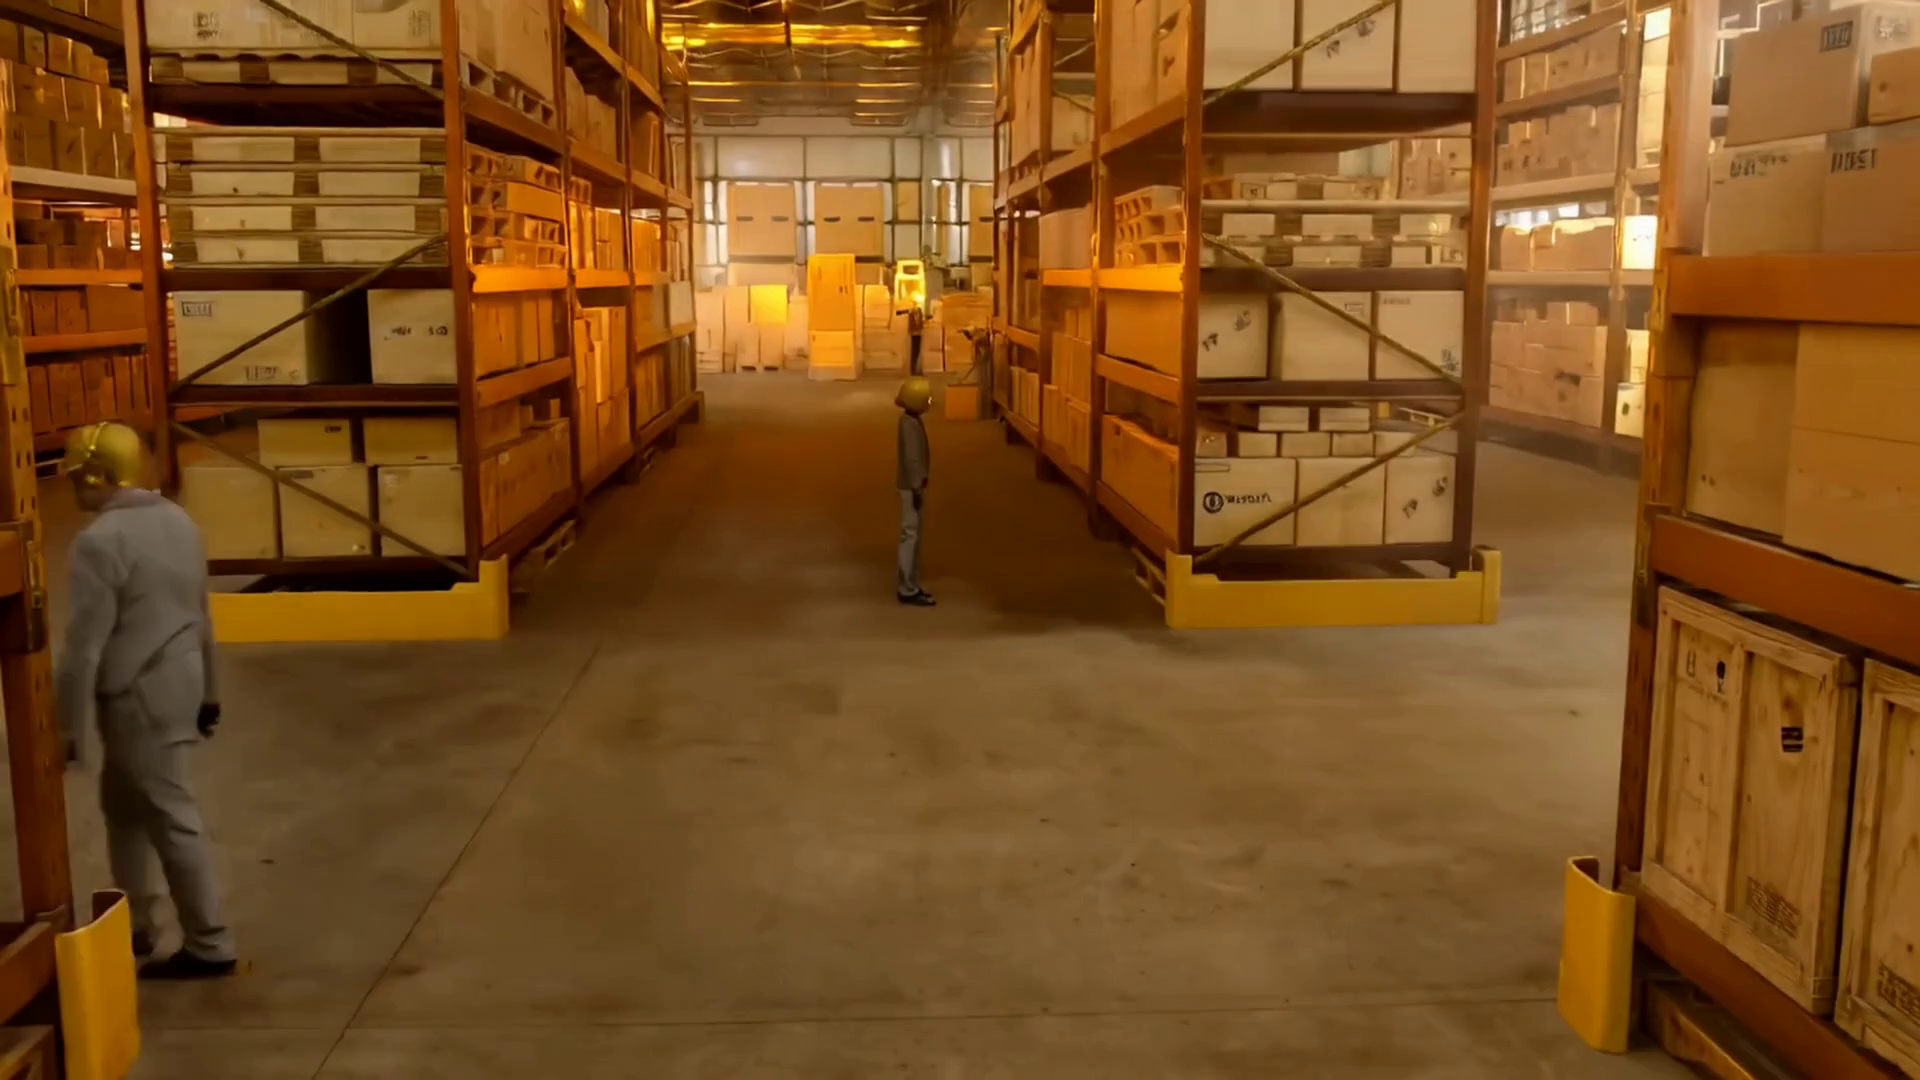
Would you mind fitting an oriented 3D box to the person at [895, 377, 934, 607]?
[{"bbox_3d":[-0.327,-0.347,11.911,0.265,1.632,0.508,-1,9,-4],"label":"person"}]

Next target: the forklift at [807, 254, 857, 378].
[{"bbox_3d":[-2.942,-5.145,38.138,1.129,2.768,1.873,-1,9,-4],"label":"forklift"}]

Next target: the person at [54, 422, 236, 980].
[{"bbox_3d":[-2.806,0.553,5.529,0.782,1.877,0.645,-1,9,-4],"label":"person"}]

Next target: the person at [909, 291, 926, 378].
[{"bbox_3d":[-0.961,-4.700,38.117,0.395,1.990,0.625,-1,9,-4],"label":"person"}]

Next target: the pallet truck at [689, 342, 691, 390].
[{"bbox_3d":[-5.225,-3.008,27.480,1.885,1.965,0.823,2,9,14],"label":"pallet truck"}]

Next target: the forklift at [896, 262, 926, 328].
[{"bbox_3d":[-1.780,-8.547,59.499,1.129,2.768,1.873,-1,9,-4],"label":"forklift"}]
